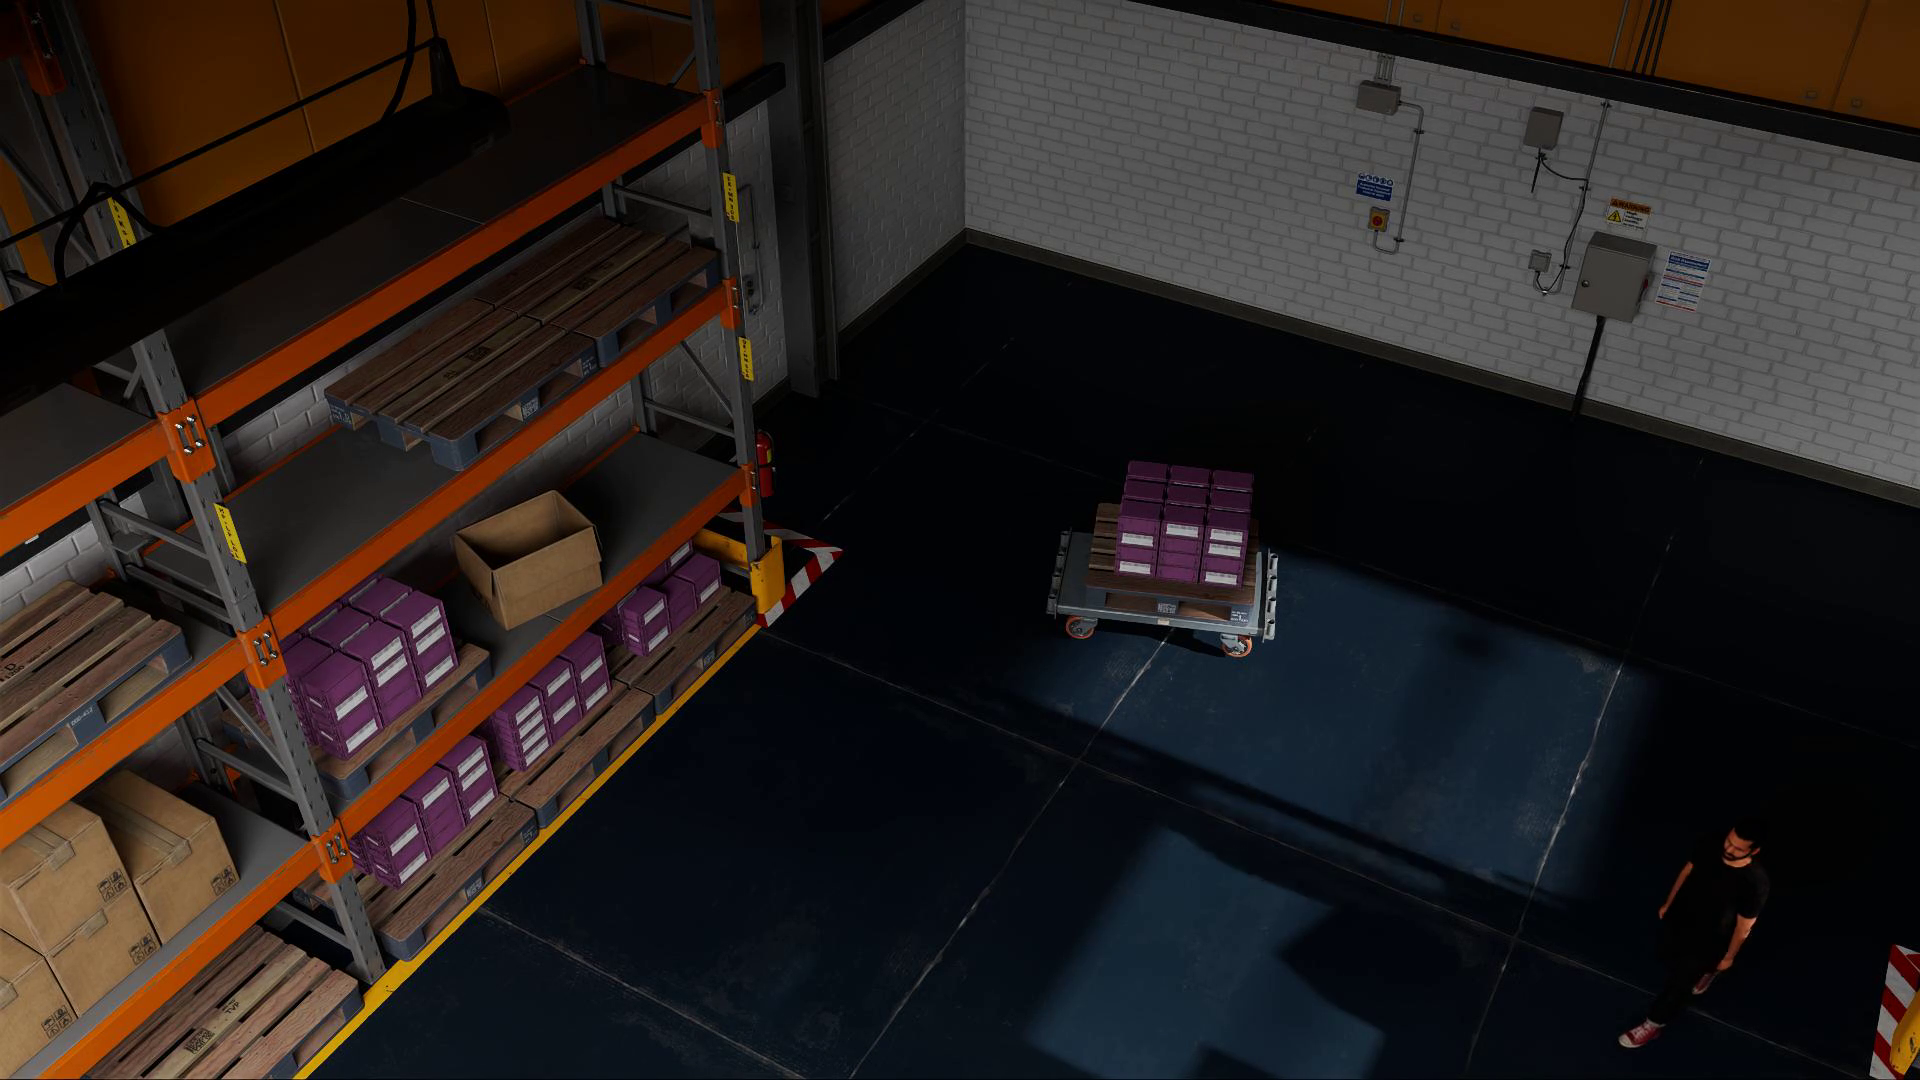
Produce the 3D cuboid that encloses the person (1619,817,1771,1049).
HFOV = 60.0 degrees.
[{"bbox_3d":[4.145,2.118,9.212,1.107,1.743,0.990,-16,41,-19],"label":"person"}]
